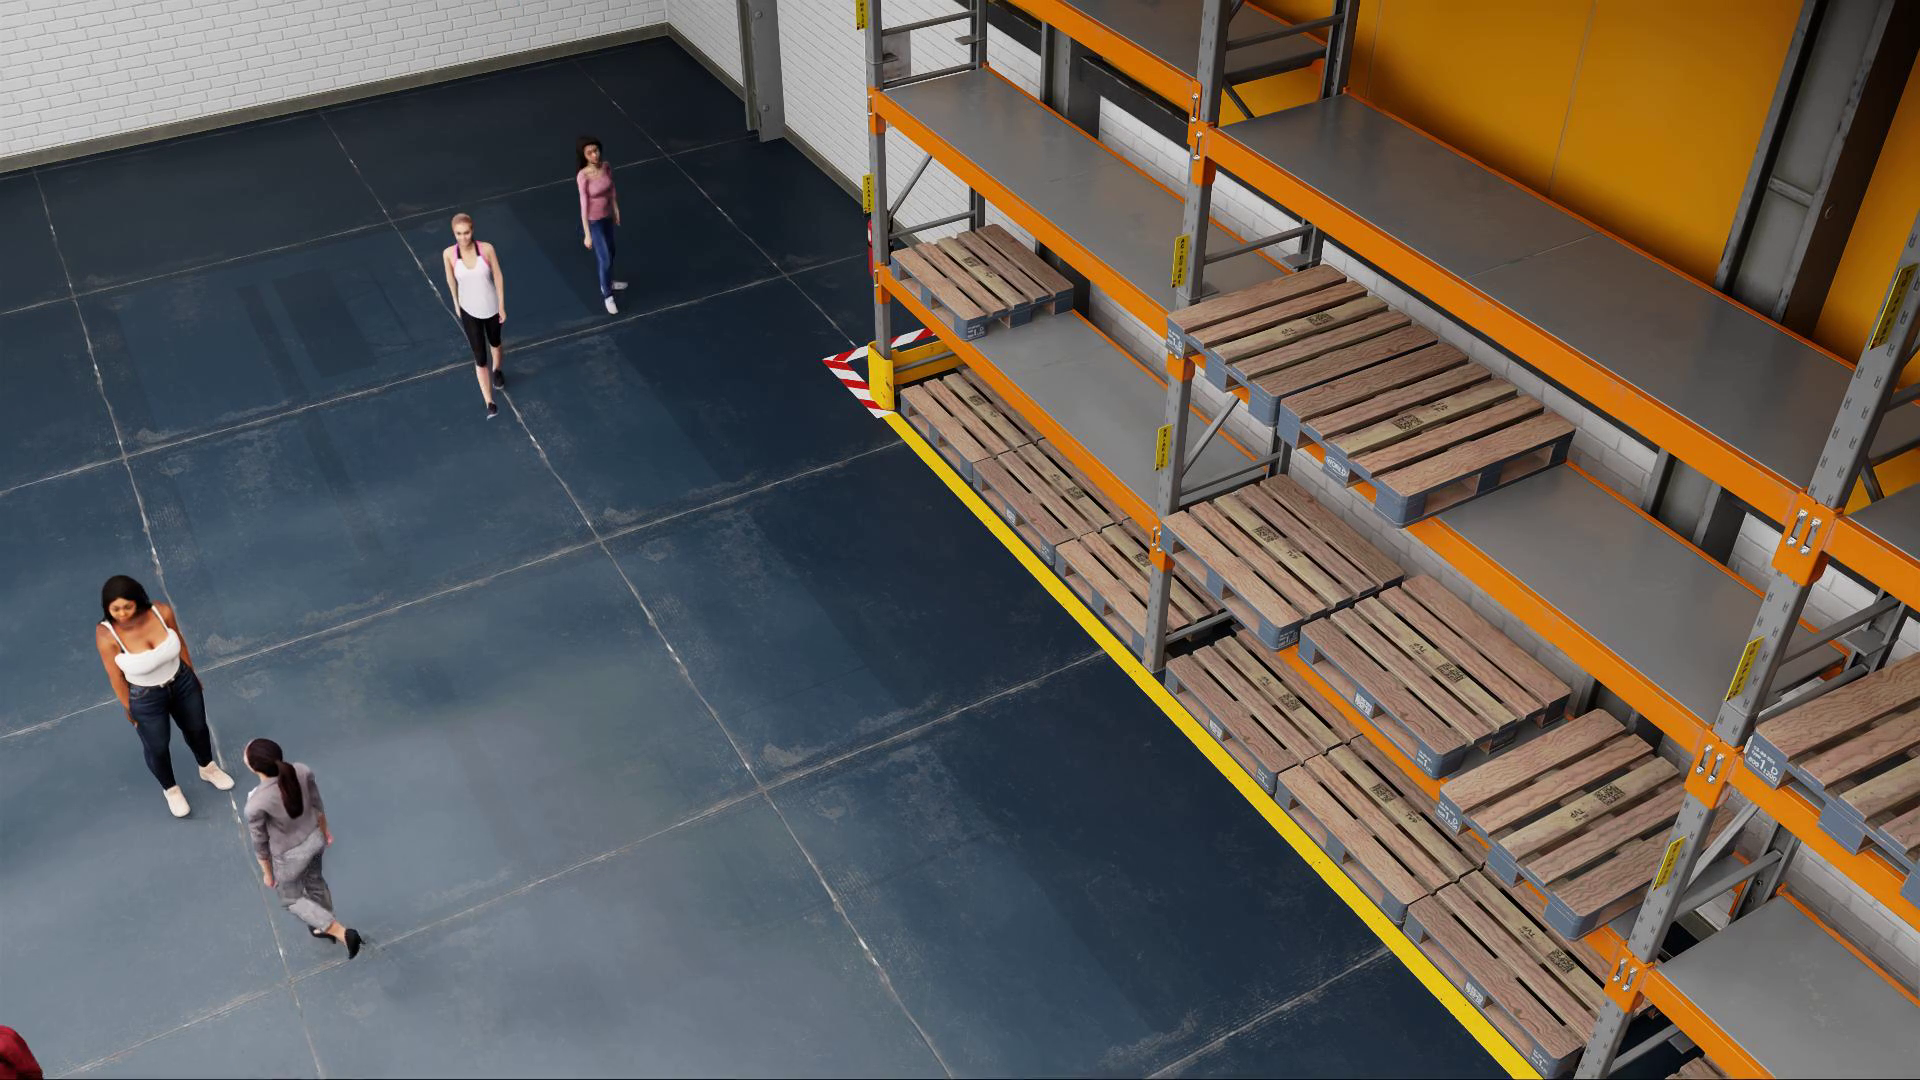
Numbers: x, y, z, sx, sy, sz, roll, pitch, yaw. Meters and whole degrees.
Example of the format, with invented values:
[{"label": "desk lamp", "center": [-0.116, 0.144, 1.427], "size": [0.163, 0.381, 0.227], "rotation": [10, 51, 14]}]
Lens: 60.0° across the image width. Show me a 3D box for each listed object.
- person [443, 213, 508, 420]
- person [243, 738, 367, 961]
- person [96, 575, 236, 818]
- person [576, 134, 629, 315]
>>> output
[{"label": "person", "center": [-3.979, -1.953, 13.883], "size": [0.840, 1.736, 1.222], "rotation": [-9, 39, -11]}, {"label": "person", "center": [-3.647, 1.772, 9.277], "size": [0.929, 1.664, 0.839], "rotation": [18, 42, 21]}, {"label": "person", "center": [-4.930, 0.921, 10.227], "size": [0.697, 1.808, 0.706], "rotation": [30, 47, 32]}, {"label": "person", "center": [-3.264, -2.901, 15.081], "size": [0.832, 1.723, 0.826], "rotation": [14, 41, 17]}]
